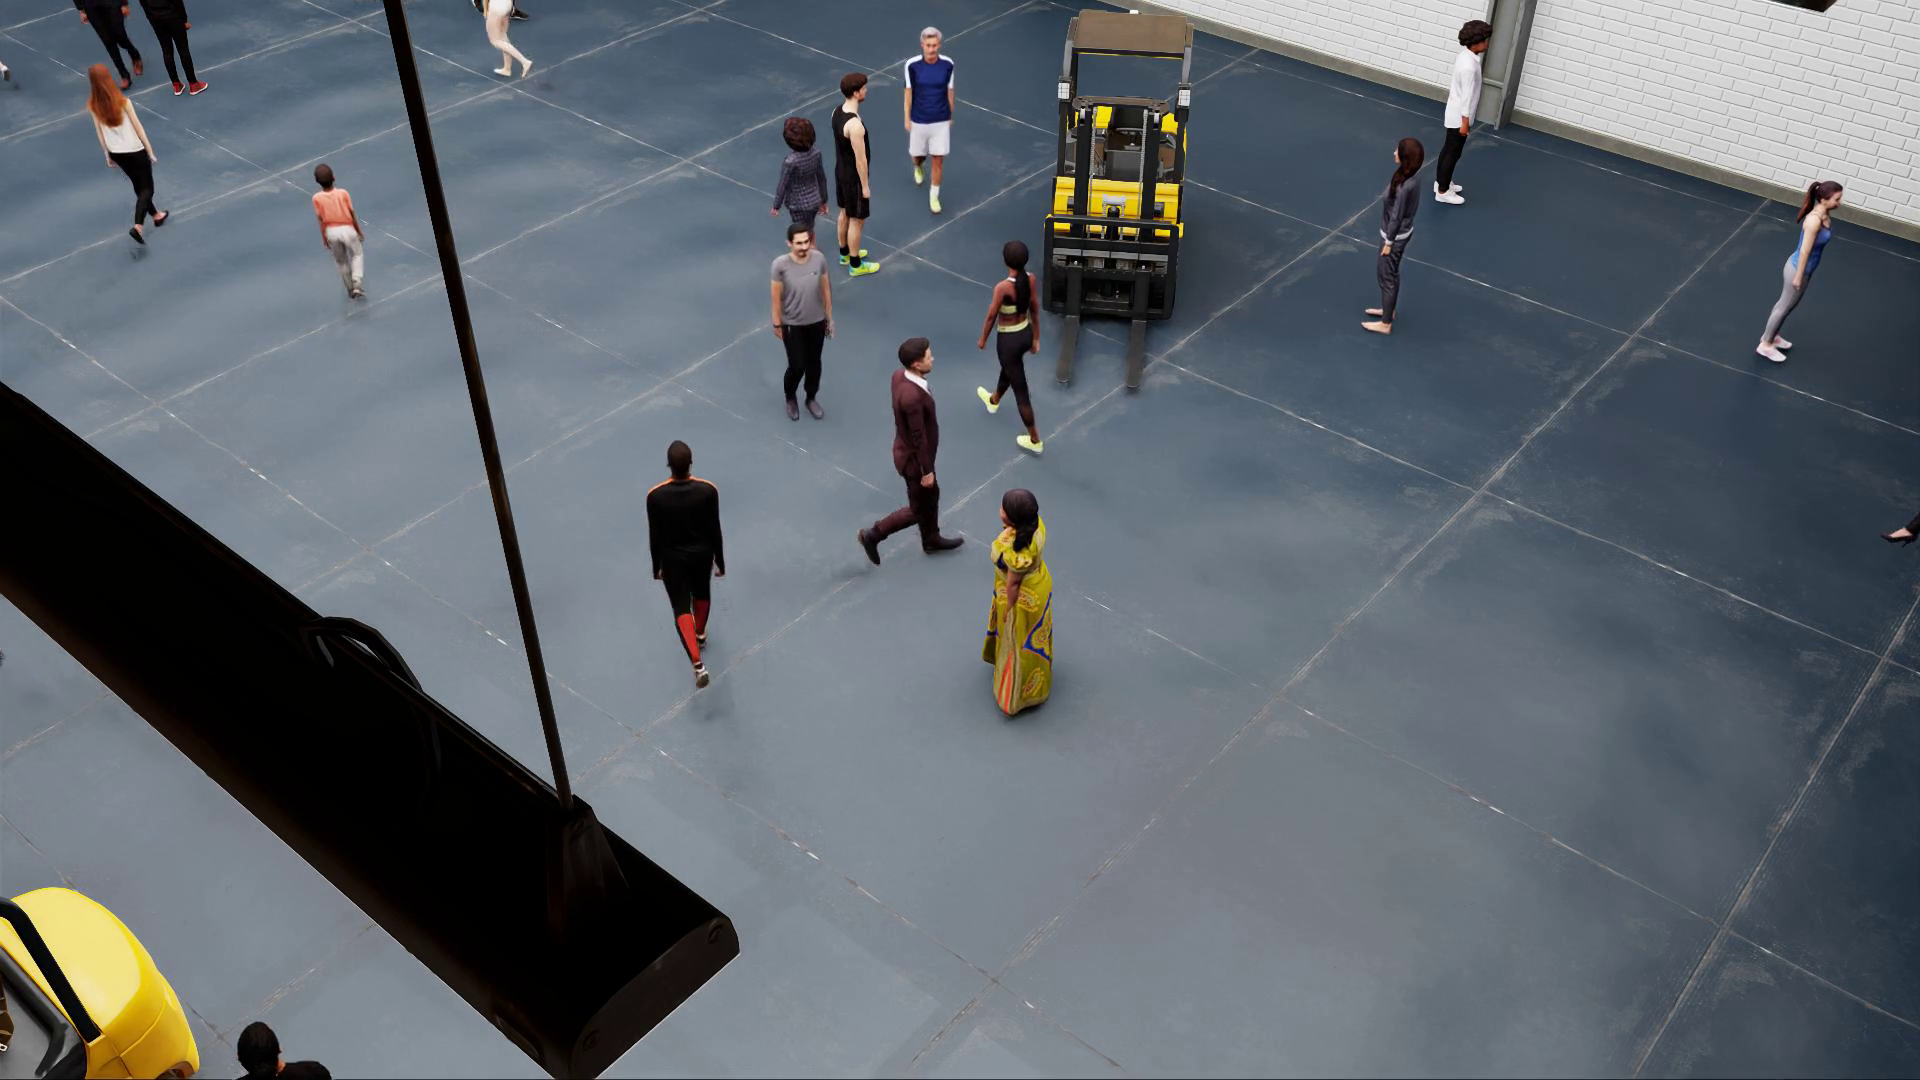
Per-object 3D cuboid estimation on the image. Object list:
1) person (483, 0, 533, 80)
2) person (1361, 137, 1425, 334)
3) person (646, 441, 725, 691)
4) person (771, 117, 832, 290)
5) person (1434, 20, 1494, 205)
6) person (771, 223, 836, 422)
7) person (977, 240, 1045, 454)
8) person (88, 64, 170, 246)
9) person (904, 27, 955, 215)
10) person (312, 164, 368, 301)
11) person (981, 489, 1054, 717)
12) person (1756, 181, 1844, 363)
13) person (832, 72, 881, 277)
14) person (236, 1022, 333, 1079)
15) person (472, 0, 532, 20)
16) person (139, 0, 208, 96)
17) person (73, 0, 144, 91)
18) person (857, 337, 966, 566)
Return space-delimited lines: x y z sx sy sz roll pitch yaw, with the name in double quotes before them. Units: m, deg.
"person" -5.071 -5.898 18.528 0.898 1.625 0.706 14 41 17
"person" 3.766 -2.644 14.338 0.609 1.768 0.652 15 41 18
"person" -1.764 0.170 10.803 1.016 1.783 1.189 -10 40 -12
"person" -1.316 -2.890 14.728 0.964 1.666 0.613 27 46 30
"person" 4.892 -4.191 16.241 0.735 1.810 0.720 6 39 8
"person" -1.281 -1.780 13.275 0.707 1.744 0.733 -19 42 -22
"person" 0.472 -1.454 12.902 0.700 1.701 1.173 -28 46 -30
"person" -7.803 -3.590 15.577 1.055 1.700 1.024 2 39 3
"person" -0.304 -4.121 16.141 0.972 1.825 1.049 -5 39 -7
"person" -5.505 -2.702 14.785 0.637 1.300 0.703 -9 40 -12
"person" 0.399 0.346 10.685 0.991 1.655 1.014 7 39 9
"person" 7.090 -2.287 14.019 0.550 1.608 0.589 22 44 25
"person" -0.980 -3.312 15.079 0.801 1.888 0.649 -17 42 -20
"person" -2.963 2.847 7.504 0.986 1.715 1.217 -14 41 -17
"person" -5.639 -7.140 19.914 1.066 1.836 0.886 11 40 14
"person" -8.713 -5.720 18.264 0.668 1.675 0.744 0 39 0
"person" -9.468 -5.959 18.407 0.921 1.871 0.982 -4 39 -5
"person" -0.381 -0.579 11.687 1.126 1.849 1.096 -6 39 -8
